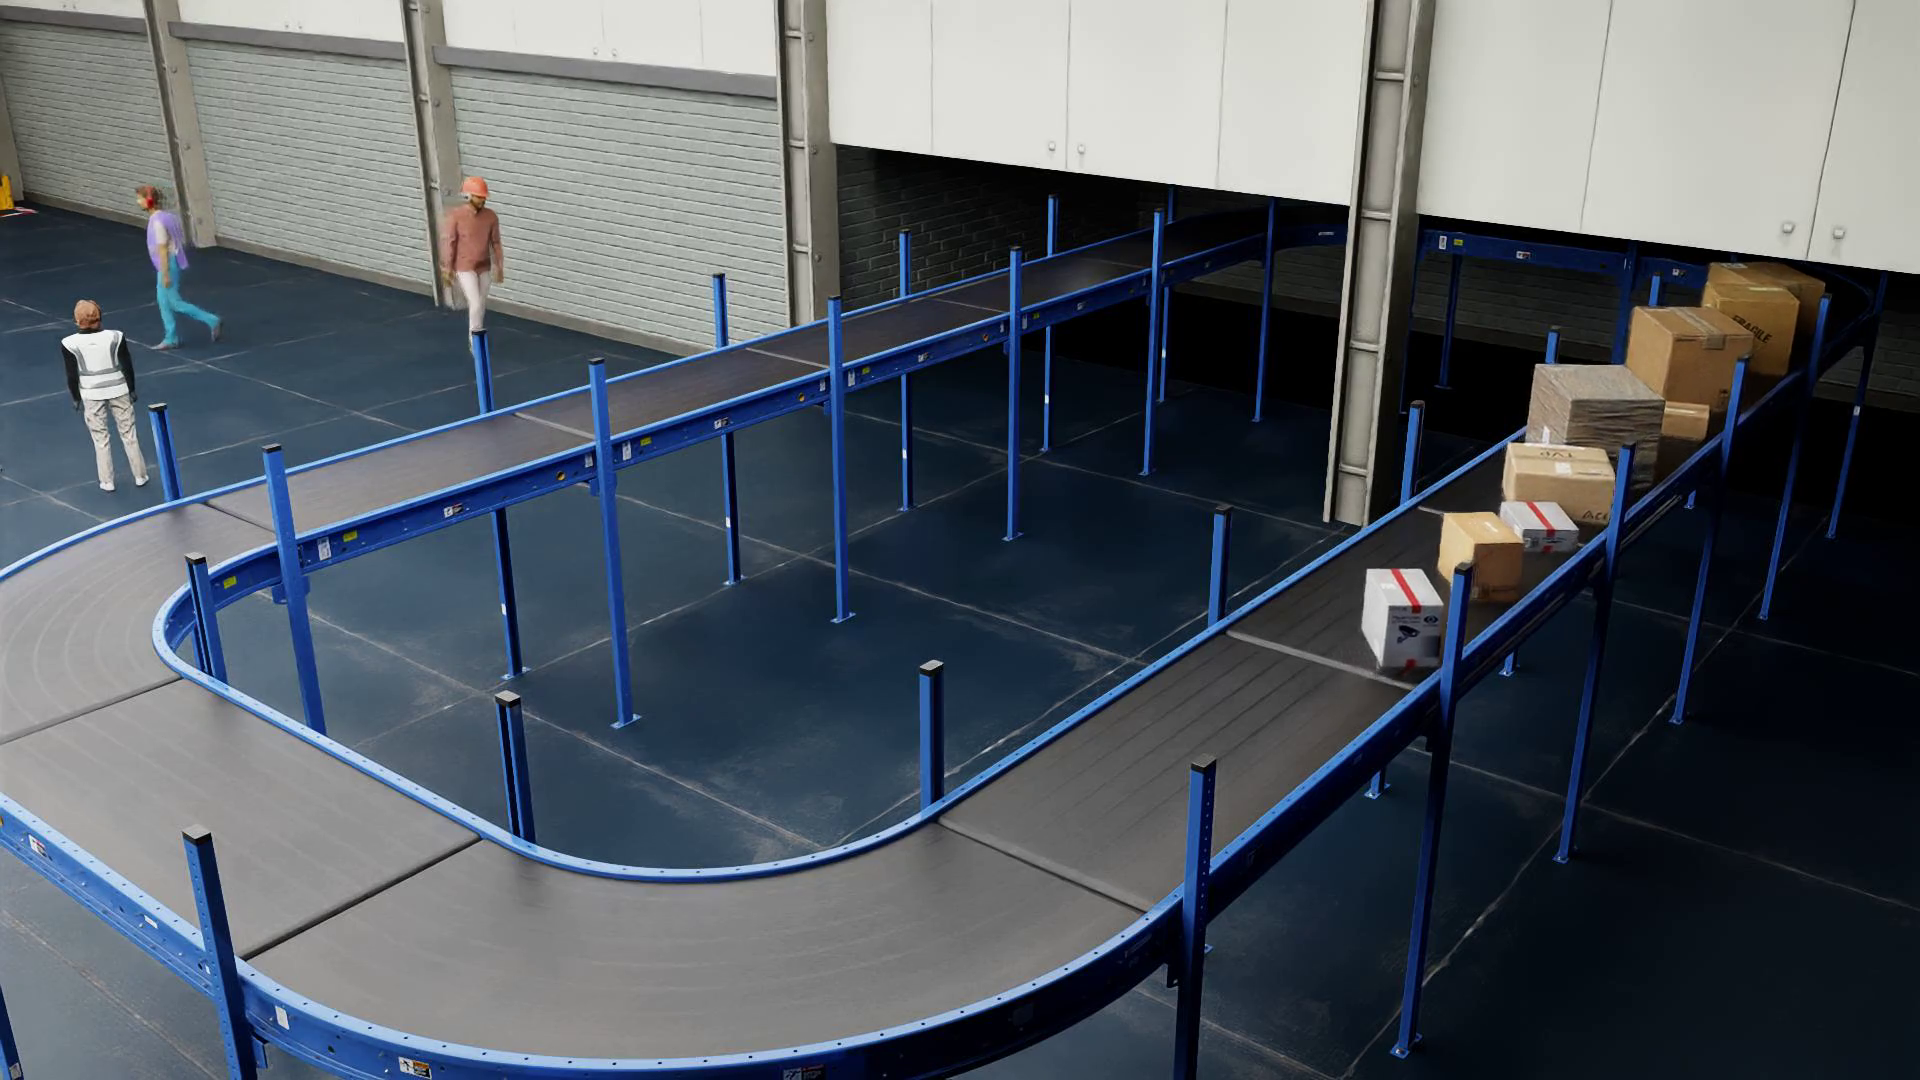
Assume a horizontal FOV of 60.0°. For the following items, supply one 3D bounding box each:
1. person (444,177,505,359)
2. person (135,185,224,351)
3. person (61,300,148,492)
[{"bbox_3d":[-5.207,-2.934,17.972,0.709,1.955,0.630,18,28,38],"label":"person"},{"bbox_3d":[-8.633,-2.991,18.292,0.689,1.826,0.591,-12,24,-27],"label":"person"},{"bbox_3d":[-7.208,-1.210,14.020,0.512,1.642,0.312,-12,25,-28],"label":"person"}]
